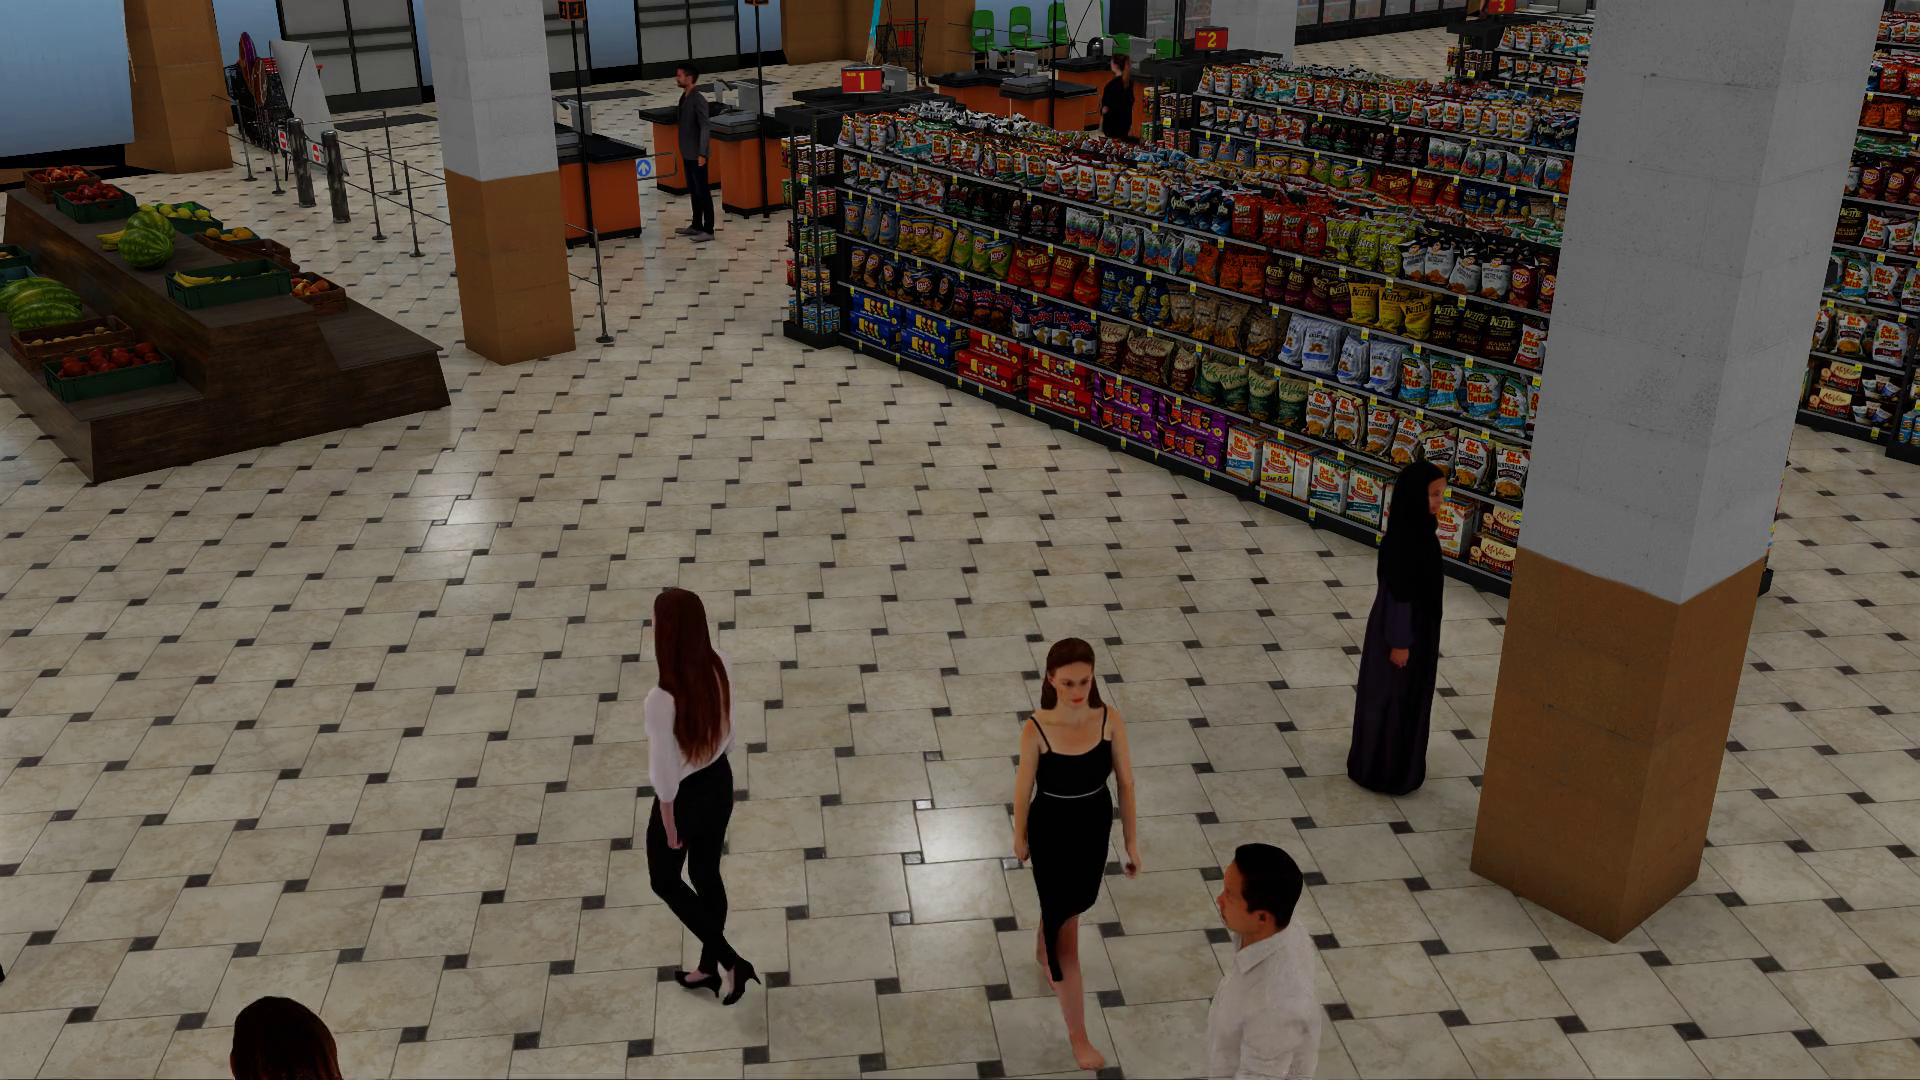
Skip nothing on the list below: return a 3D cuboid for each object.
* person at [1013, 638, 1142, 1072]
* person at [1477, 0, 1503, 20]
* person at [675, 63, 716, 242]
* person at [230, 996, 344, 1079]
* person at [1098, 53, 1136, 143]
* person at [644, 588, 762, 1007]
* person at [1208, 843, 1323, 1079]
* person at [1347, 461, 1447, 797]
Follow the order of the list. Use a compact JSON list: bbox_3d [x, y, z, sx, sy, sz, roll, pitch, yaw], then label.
[{"bbox_3d":[0.390,1.072,6.246,0.797,1.581,1.099,-8,25,-19],"label":"person"},{"bbox_3d":[9.704,-9.622,30.441,0.801,1.776,0.846,-2,24,-5],"label":"person"},{"bbox_3d":[-2.845,-4.167,17.855,0.786,1.873,0.612,-13,27,-26],"label":"person"},{"bbox_3d":[-1.460,1.926,4.052,0.716,1.775,0.693,14,27,29],"label":"person"},{"bbox_3d":[1.946,-4.928,19.860,0.648,1.660,0.959,-21,31,-39],"label":"person"},{"bbox_3d":[-0.922,1.014,6.167,0.810,1.750,0.696,16,28,33],"label":"person"},{"bbox_3d":[0.917,1.650,4.663,0.914,1.792,0.854,0,24,0],"label":"person"},{"bbox_3d":[2.060,0.394,7.754,0.713,1.614,0.695,11,26,24],"label":"person"}]
